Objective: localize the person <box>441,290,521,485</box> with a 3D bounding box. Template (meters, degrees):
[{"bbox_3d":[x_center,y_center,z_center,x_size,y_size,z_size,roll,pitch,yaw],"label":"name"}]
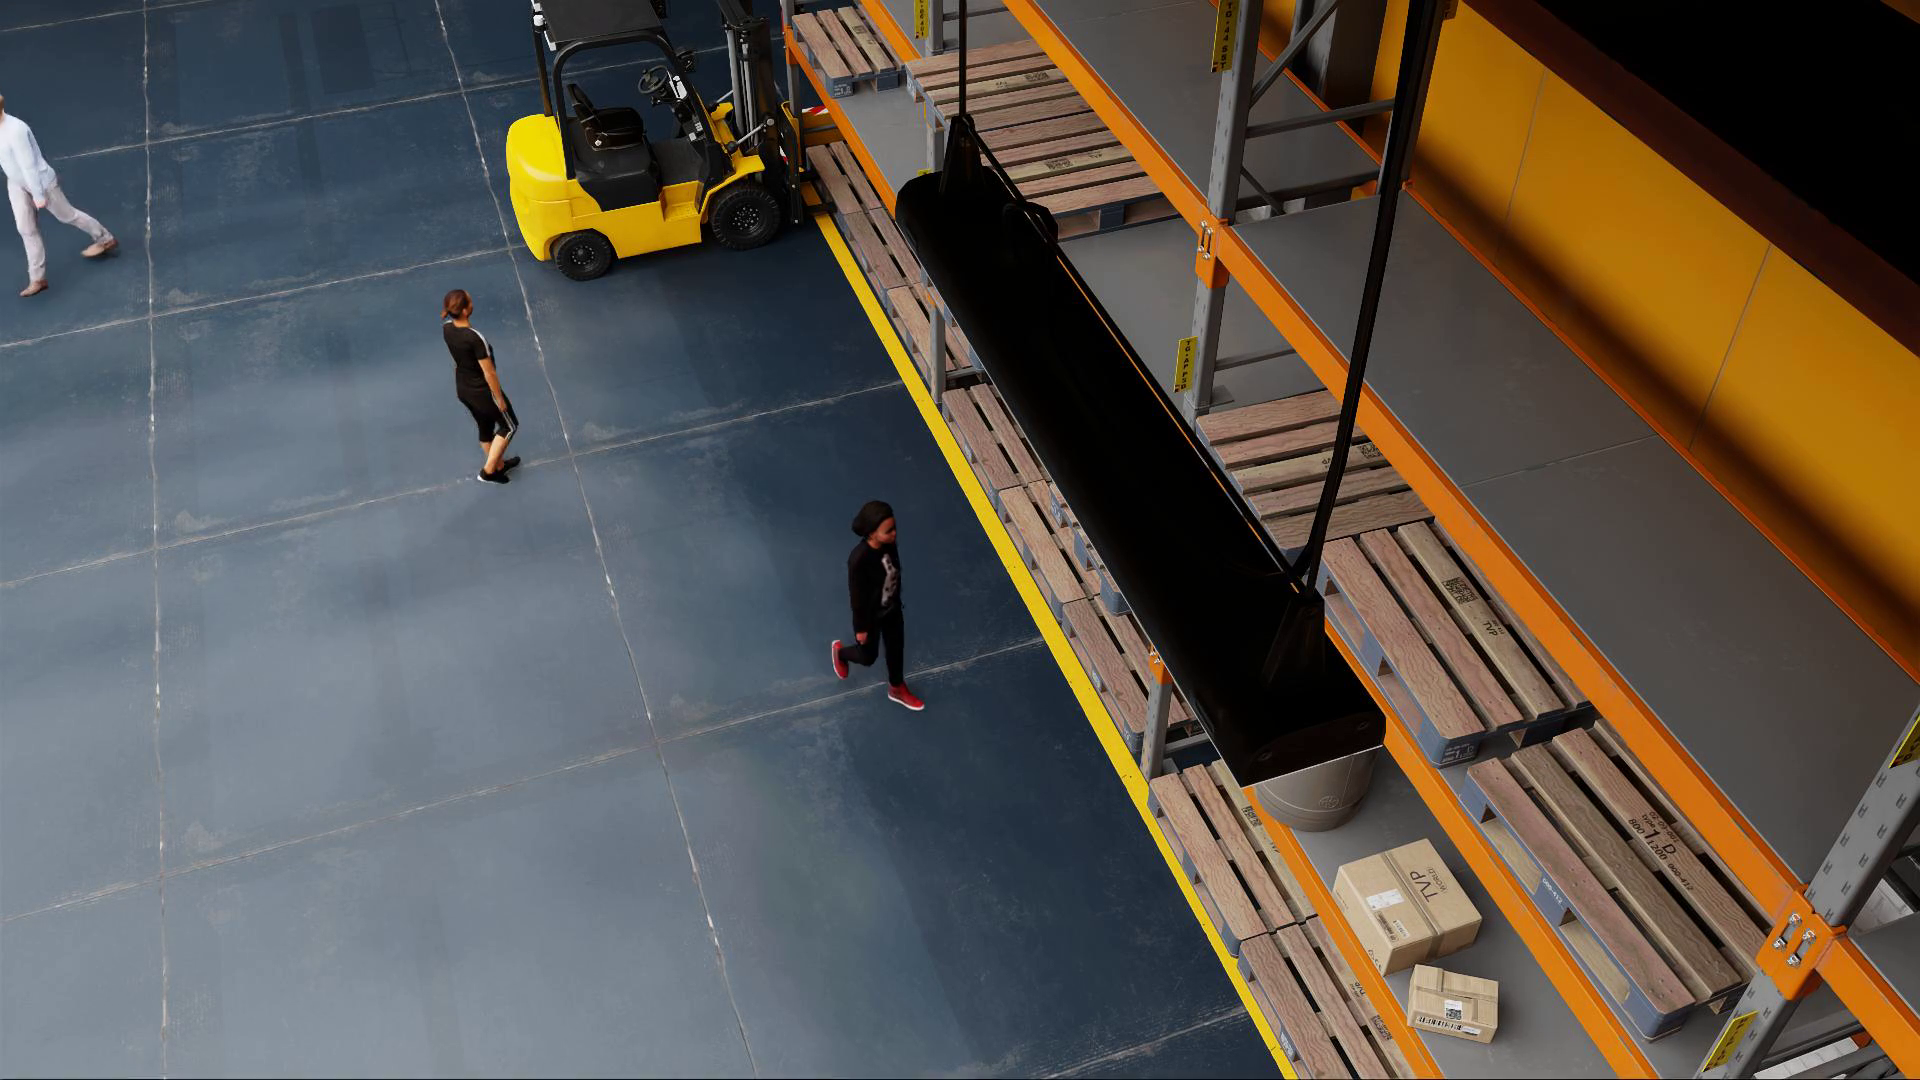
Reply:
[{"bbox_3d":[-3.483,-1.041,11.906,0.759,1.660,0.820,27,50,25],"label":"person"}]

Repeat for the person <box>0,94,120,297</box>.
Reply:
[{"bbox_3d":[-7.642,-2.987,13.833,1.261,1.821,1.295,24,49,23],"label":"person"}]

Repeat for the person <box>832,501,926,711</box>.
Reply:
[{"bbox_3d":[-0.570,0.416,10.379,1.025,1.657,0.877,30,51,28],"label":"person"}]
